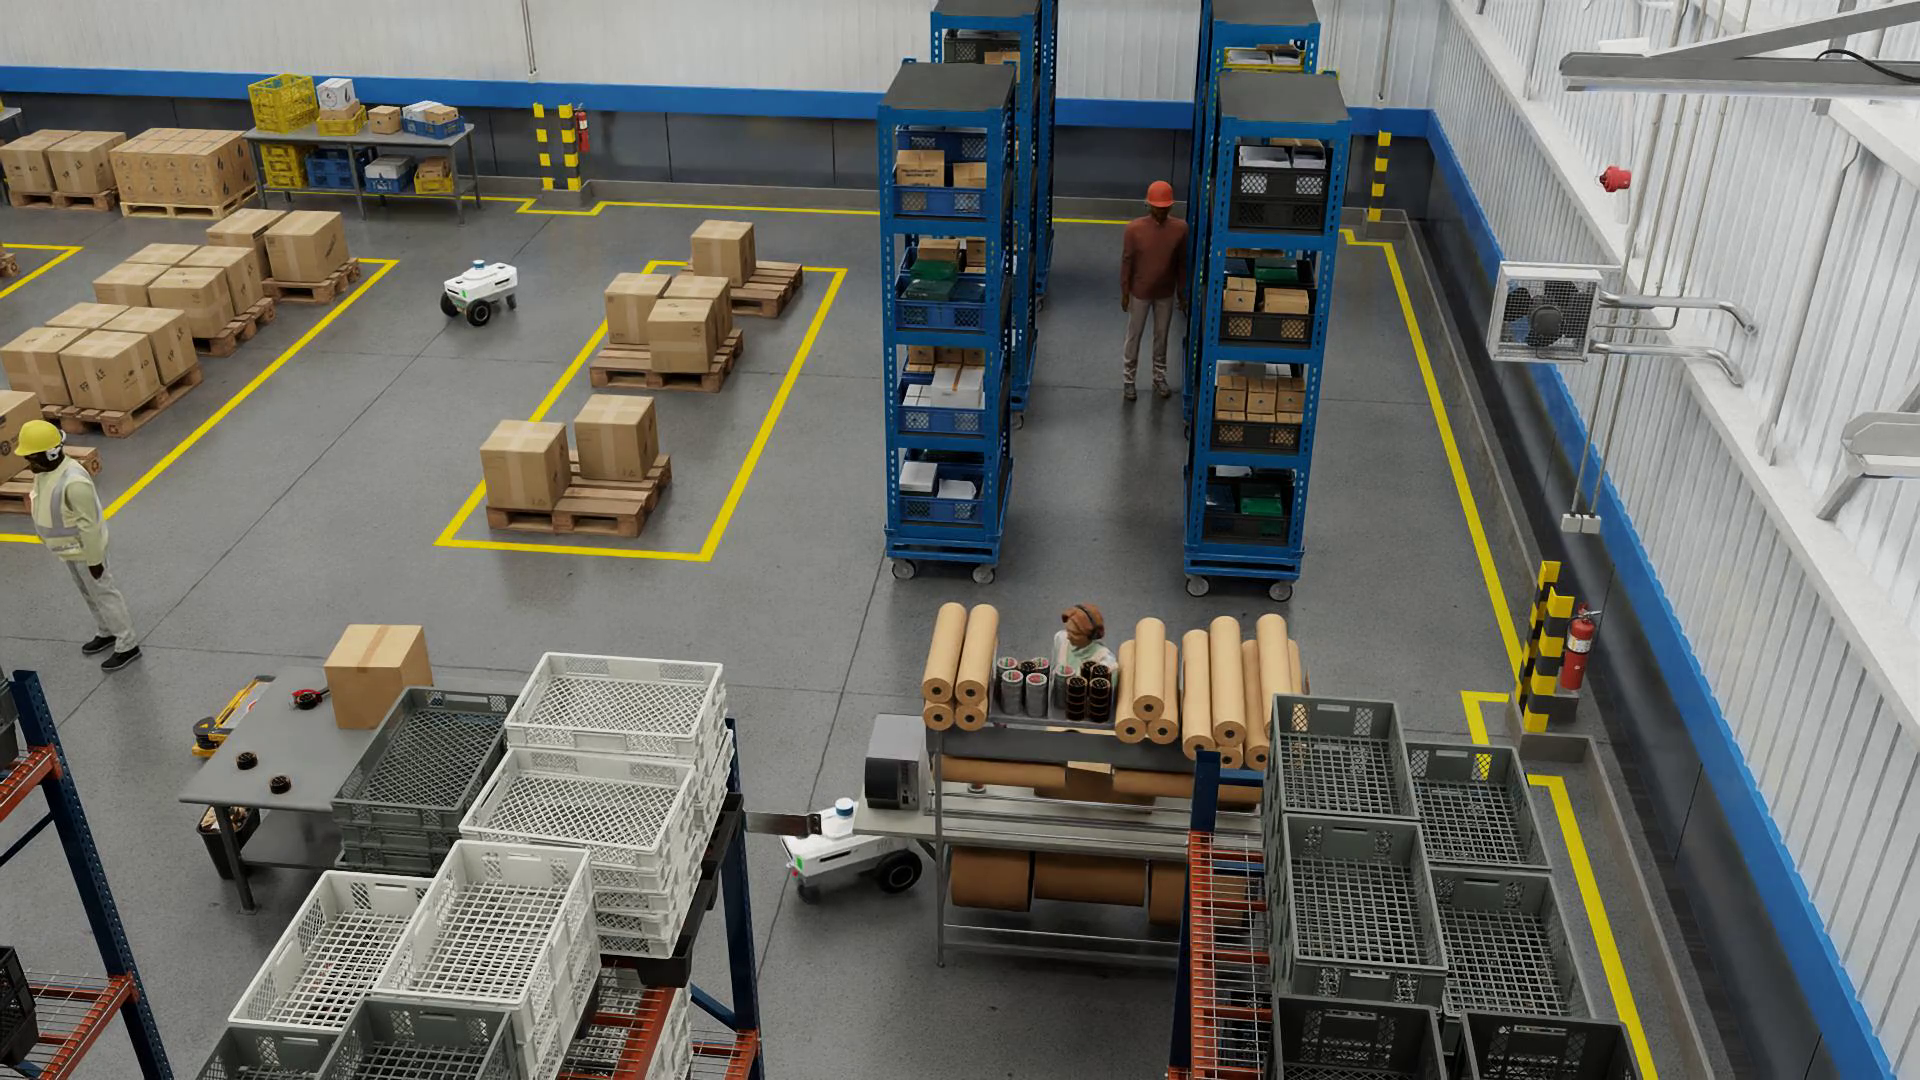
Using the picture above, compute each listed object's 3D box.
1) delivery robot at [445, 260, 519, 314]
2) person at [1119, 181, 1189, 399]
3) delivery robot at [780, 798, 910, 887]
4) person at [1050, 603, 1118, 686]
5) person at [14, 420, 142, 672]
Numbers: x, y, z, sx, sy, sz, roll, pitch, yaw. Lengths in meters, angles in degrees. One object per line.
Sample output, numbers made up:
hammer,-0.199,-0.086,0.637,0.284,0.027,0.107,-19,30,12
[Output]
delivery robot,-4.790,-2.566,16.683,0.477,0.478,0.707,22,37,33
person,1.714,-2.218,14.755,0.608,1.995,0.376,-6,31,-9
delivery robot,-0.647,1.677,9.395,0.707,0.478,0.477,-13,33,-20
person,0.693,1.055,9.490,0.311,1.632,0.518,-22,37,-32
person,-5.895,0.018,11.082,0.589,1.824,0.403,26,39,37
